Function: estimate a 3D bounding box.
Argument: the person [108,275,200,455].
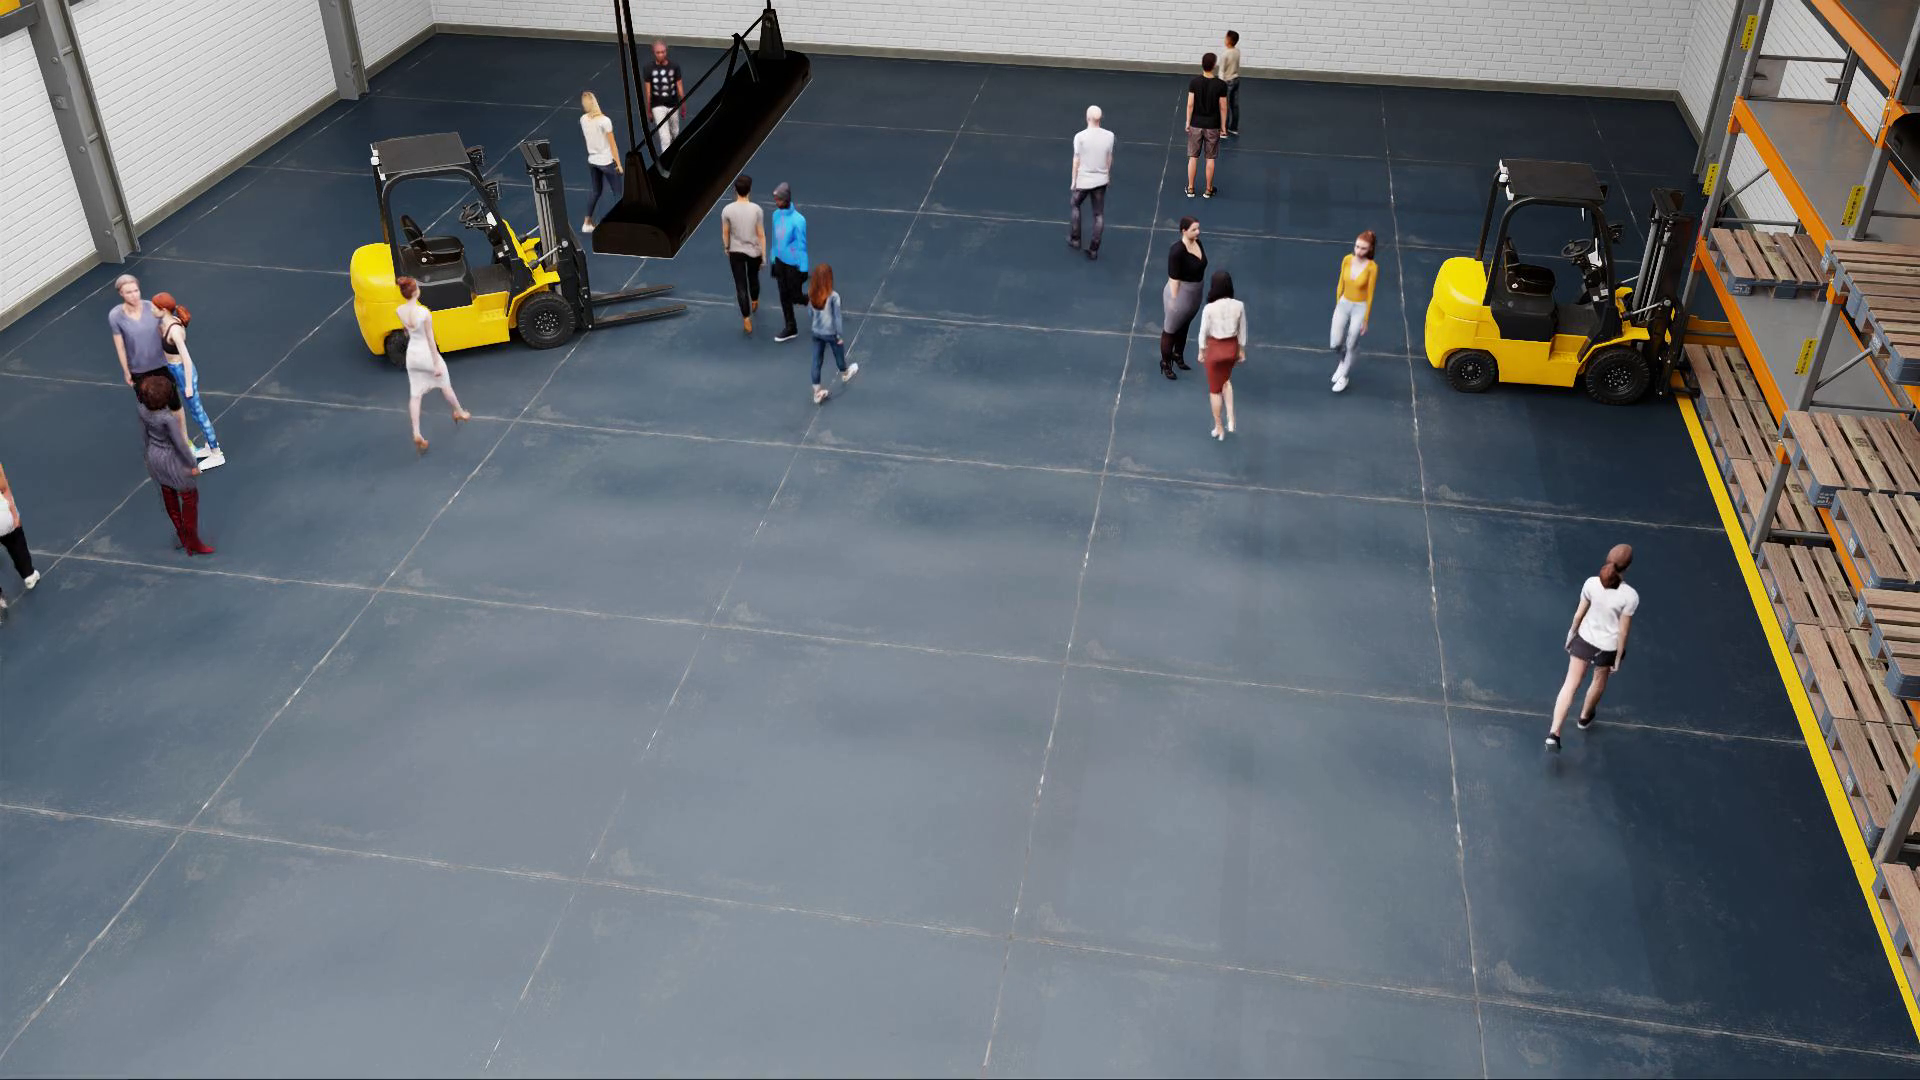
[{"bbox_3d":[-7.662,-1.634,15.731,0.752,1.889,0.814,-22,39,-29],"label":"person"}]

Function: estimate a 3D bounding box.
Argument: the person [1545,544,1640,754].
[{"bbox_3d":[4.632,0.823,12.182,0.883,1.726,1.157,21,39,28],"label":"person"}]

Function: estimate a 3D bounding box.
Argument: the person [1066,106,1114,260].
[{"bbox_3d":[1.577,-4.188,19.640,0.879,1.814,0.969,-9,35,-13],"label":"person"}]

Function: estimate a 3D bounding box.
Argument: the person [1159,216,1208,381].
[{"bbox_3d":[2.289,-2.525,17.188,0.829,1.759,0.724,24,41,32],"label":"person"}]

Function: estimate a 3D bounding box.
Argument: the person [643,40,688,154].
[{"bbox_3d":[-3.888,-5.706,21.958,1.008,1.777,1.263,-9,35,-14],"label":"person"}]

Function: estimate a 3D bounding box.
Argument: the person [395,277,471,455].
[{"bbox_3d":[-5.189,-1.647,15.877,0.715,1.749,1.038,13,36,18],"label":"person"}]

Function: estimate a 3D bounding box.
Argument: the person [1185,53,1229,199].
[{"bbox_3d":[3.129,-5.311,21.287,0.692,1.862,0.566,7,34,10],"label":"person"}]

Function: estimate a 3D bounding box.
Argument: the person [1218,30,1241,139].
[{"bbox_3d":[3.776,-6.386,23.271,0.593,1.456,0.681,-28,42,-35],"label":"person"}]

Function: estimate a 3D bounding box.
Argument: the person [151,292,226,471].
[{"bbox_3d":[-7.270,-1.500,15.623,0.737,1.785,0.667,-17,37,-24],"label":"person"}]

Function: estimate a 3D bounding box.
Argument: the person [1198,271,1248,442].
[{"bbox_3d":[2.534,-1.717,15.995,0.703,1.734,0.724,-6,34,-8],"label":"person"}]

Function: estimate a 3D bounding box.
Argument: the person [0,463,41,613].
[{"bbox_3d":[-8.062,-0.174,13.729,0.926,1.674,1.103,-10,35,-14],"label":"person"}]

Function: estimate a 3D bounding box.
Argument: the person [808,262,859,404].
[{"bbox_3d":[-1.398,-2.062,16.772,0.771,1.449,1.010,16,37,22],"label":"person"}]

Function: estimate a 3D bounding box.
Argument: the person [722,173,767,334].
[{"bbox_3d":[-2.340,-3.077,18.105,0.848,1.664,1.209,-4,34,-6],"label":"person"}]

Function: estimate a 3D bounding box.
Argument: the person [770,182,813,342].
[{"bbox_3d":[-1.754,-3.003,17.889,0.865,1.780,0.984,26,41,33],"label":"person"}]

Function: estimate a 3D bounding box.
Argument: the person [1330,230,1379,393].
[{"bbox_3d":[4.041,-2.339,16.928,0.710,1.737,0.759,23,40,30],"label":"person"}]

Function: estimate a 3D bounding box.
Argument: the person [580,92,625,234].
[{"bbox_3d":[-4.394,-4.548,20.208,0.789,1.786,0.898,25,41,33],"label":"person"}]

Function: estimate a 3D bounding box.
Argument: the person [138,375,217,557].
[{"bbox_3d":[-6.897,-0.678,14.463,0.737,1.699,0.662,5,34,7],"label":"person"}]
